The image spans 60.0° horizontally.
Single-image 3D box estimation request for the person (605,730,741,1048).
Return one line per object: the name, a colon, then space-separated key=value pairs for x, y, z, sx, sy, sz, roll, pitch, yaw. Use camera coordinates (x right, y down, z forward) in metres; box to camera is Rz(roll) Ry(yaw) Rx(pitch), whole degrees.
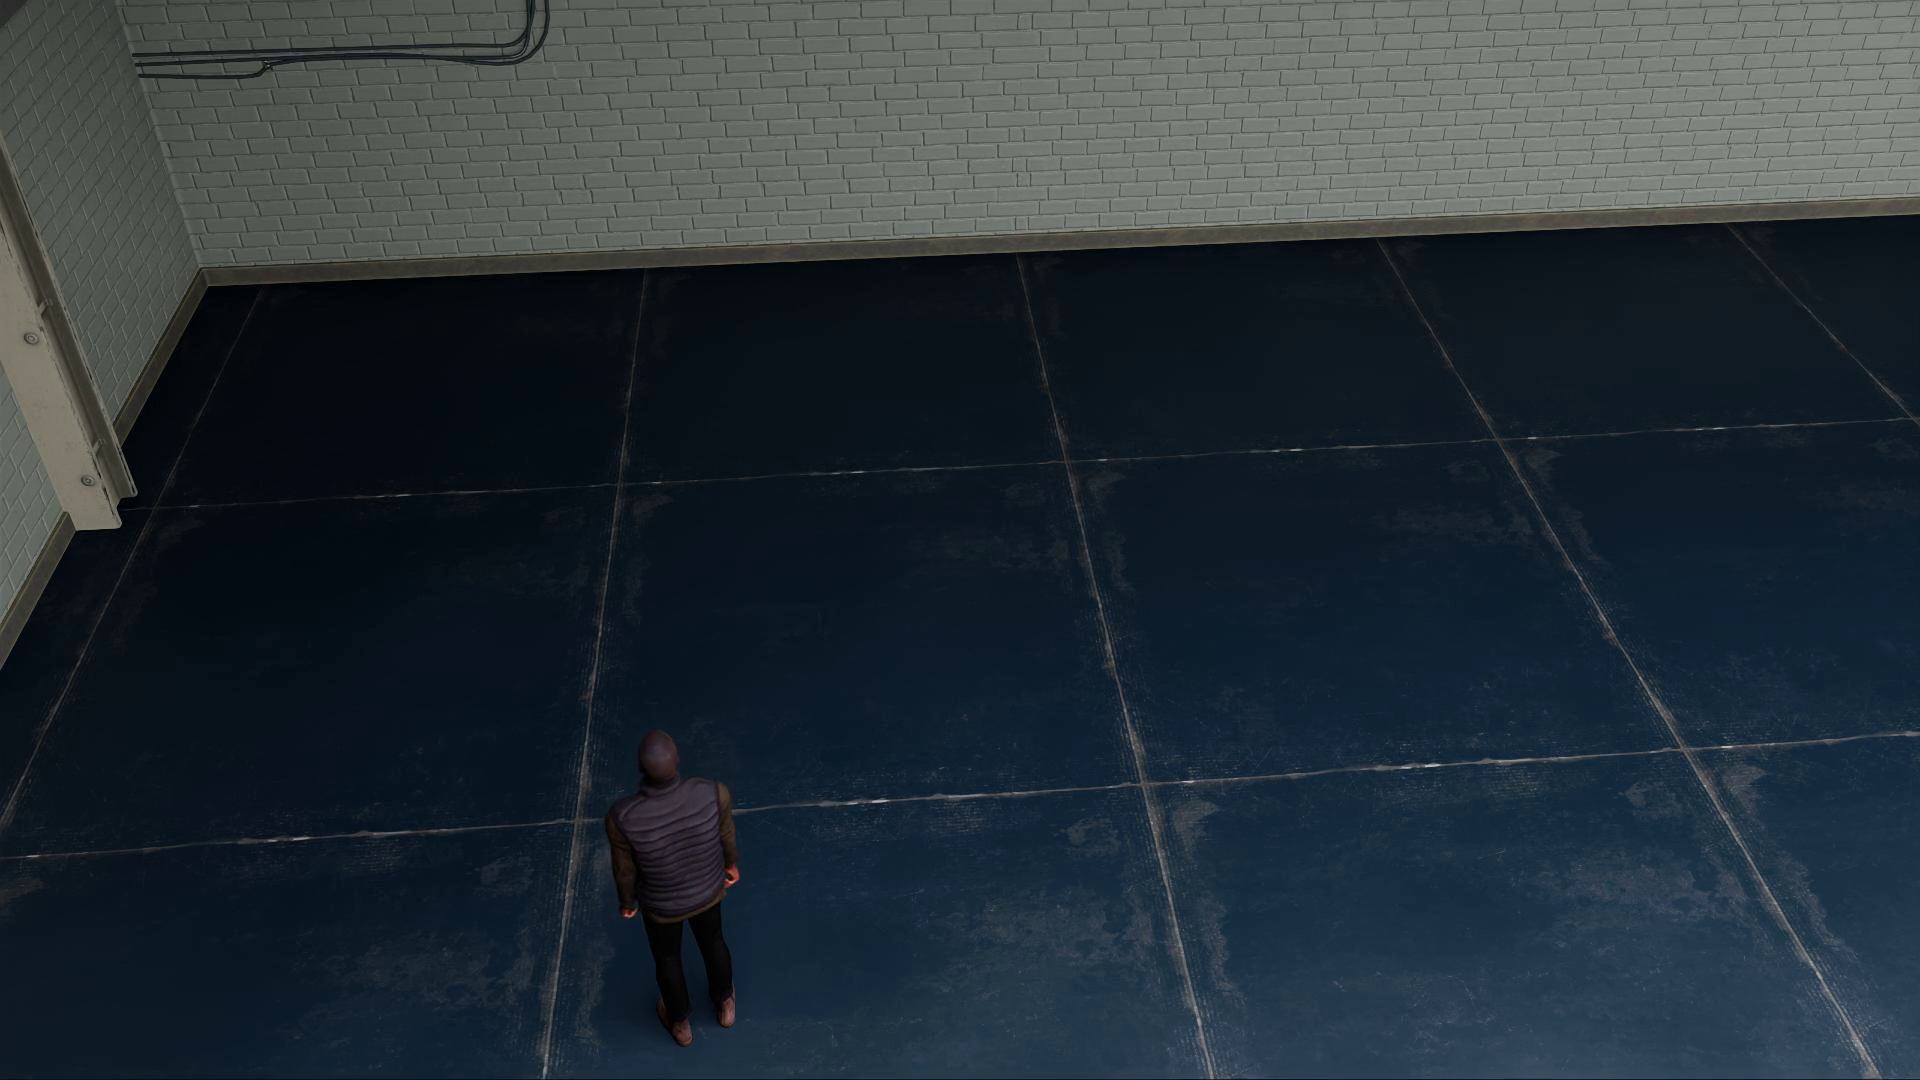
person: x=-1.211 y=1.504 z=7.169 sx=0.769 sy=1.836 sz=0.708 roll=-16 pitch=41 yaw=-20
